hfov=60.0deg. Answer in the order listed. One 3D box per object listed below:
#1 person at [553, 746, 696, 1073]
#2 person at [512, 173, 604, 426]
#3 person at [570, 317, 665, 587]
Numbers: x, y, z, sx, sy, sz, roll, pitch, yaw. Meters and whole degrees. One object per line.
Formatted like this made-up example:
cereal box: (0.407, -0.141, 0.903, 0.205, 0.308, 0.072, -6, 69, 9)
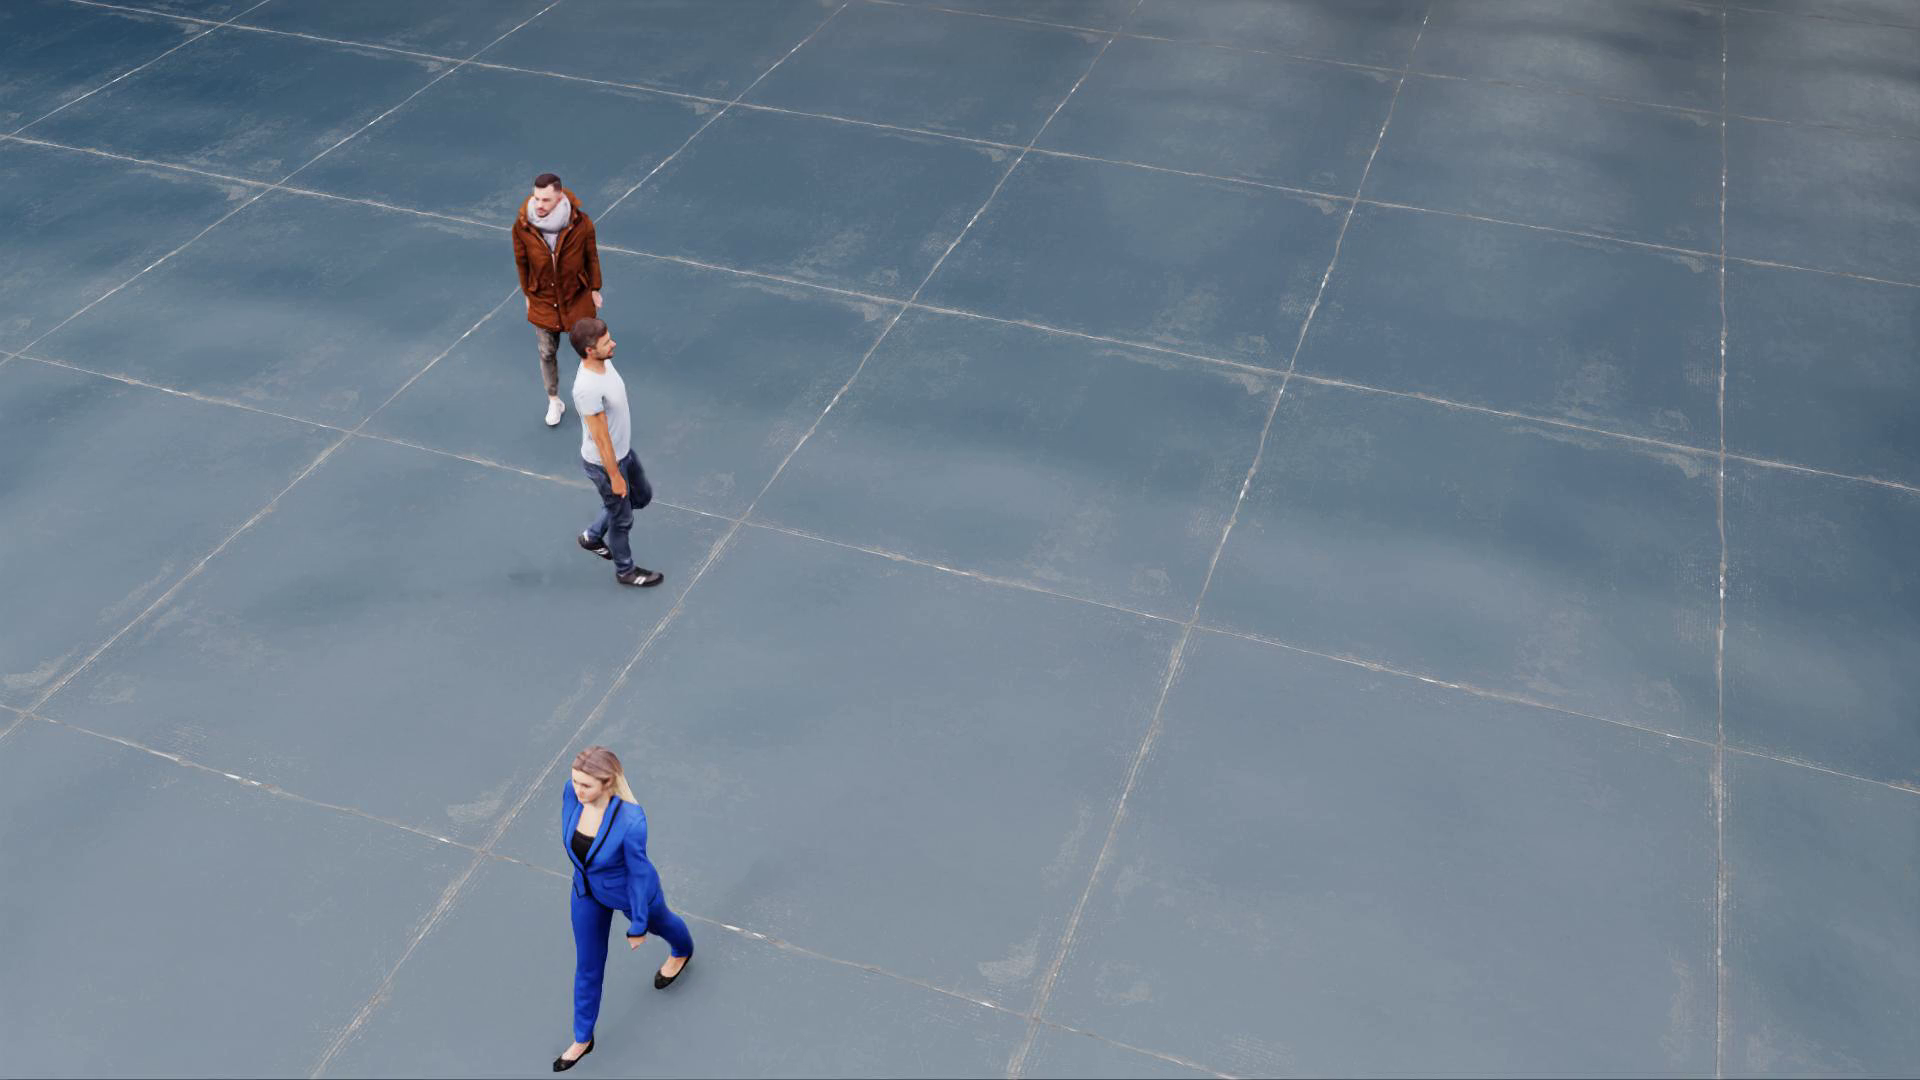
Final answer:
person: (-1.446, 1.511, 7.388, 0.773, 1.651, 1.165, 19, 42, 23)
person: (-2.707, -1.642, 11.267, 0.841, 1.837, 0.874, -8, 39, -10)
person: (-2.142, -0.478, 9.763, 0.834, 1.856, 0.808, 0, 38, 0)
